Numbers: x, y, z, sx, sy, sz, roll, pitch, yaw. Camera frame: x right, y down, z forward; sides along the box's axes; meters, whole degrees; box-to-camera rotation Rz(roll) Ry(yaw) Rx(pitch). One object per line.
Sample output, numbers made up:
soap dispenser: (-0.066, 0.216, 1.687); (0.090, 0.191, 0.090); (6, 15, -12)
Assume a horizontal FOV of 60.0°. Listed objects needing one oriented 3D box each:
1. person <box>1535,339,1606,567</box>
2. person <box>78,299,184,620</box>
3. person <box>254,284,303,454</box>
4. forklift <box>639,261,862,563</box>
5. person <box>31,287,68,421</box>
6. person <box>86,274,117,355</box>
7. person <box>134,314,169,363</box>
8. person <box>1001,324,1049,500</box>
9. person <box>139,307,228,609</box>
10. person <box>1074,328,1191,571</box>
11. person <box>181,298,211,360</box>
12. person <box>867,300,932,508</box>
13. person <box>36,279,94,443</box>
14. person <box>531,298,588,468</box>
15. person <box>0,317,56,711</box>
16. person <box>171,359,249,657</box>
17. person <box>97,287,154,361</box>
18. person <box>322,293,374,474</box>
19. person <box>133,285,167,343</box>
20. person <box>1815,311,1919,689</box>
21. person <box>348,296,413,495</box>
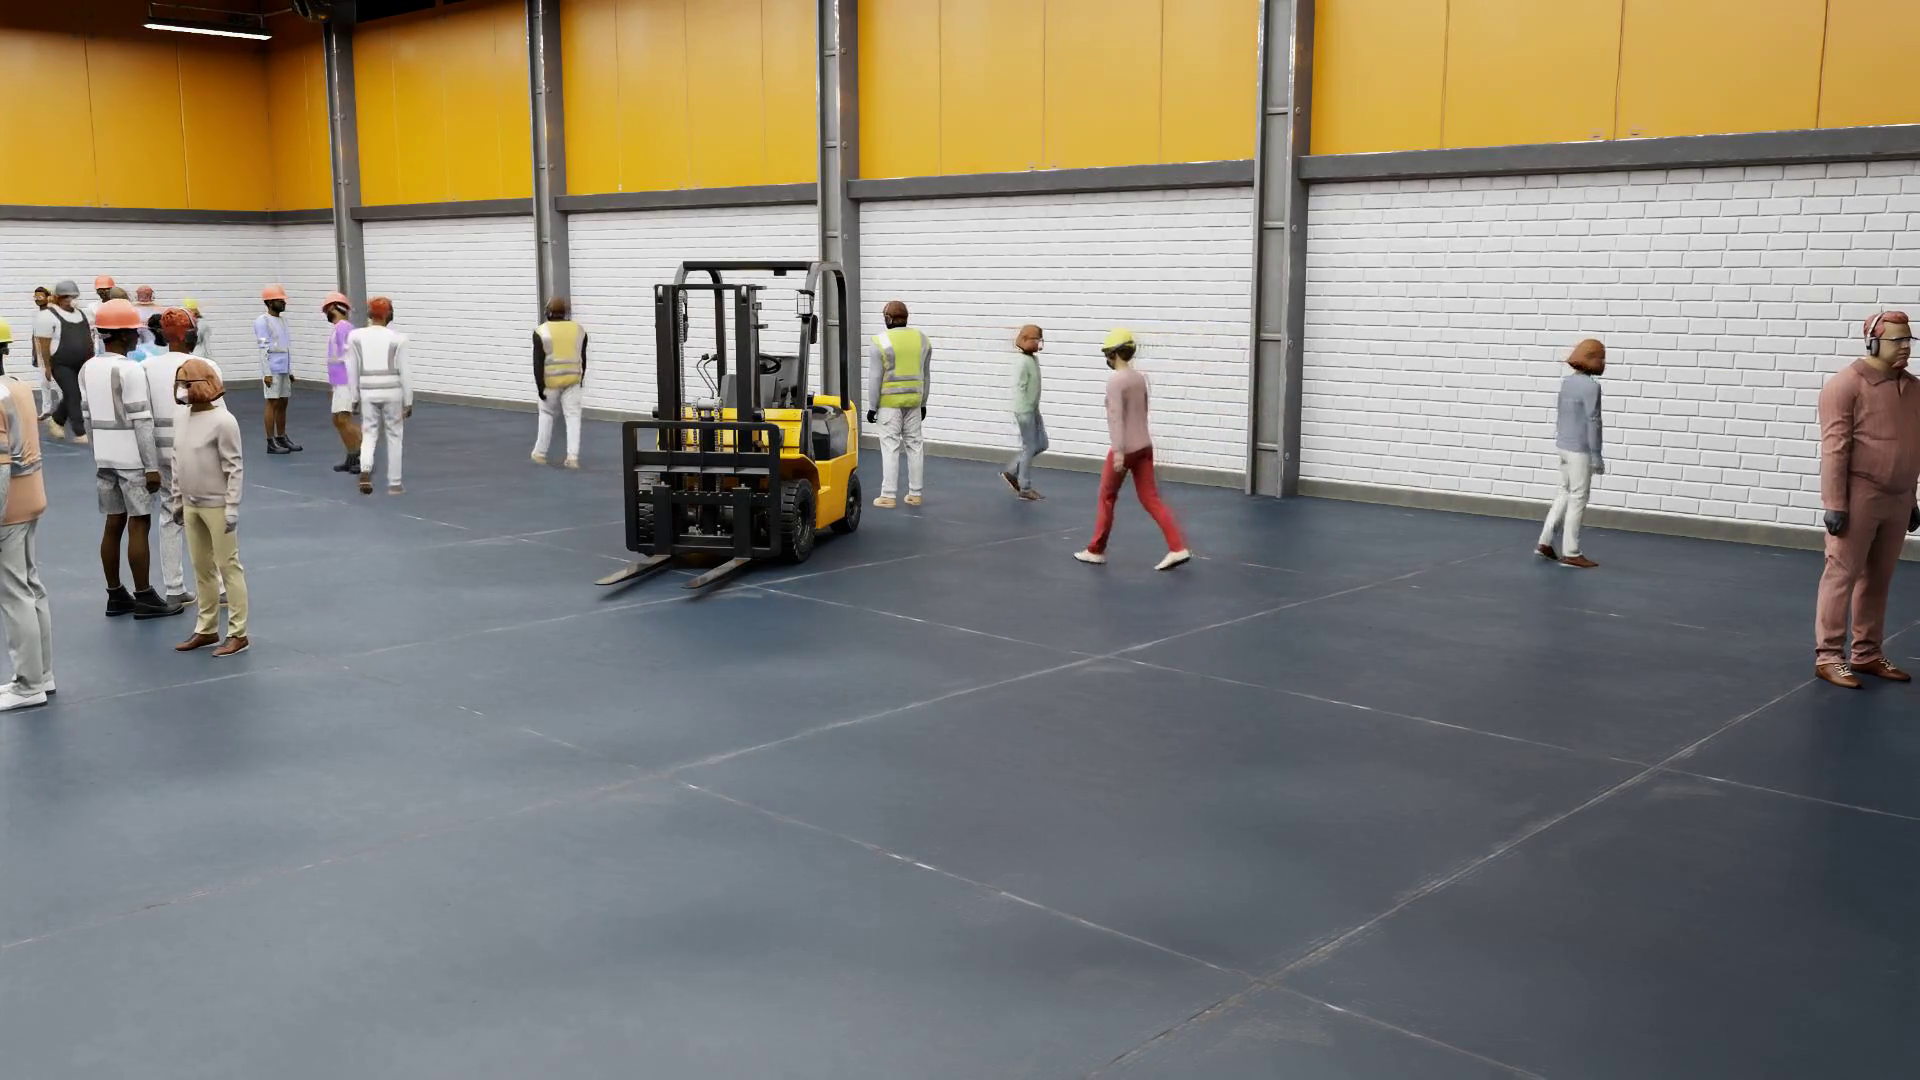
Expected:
person: (4.390, -0.617, 11.876); (0.388, 1.626, 0.552); (-1, 9, -4)
person: (-5.052, -0.484, 10.095); (0.543, 1.939, 0.359); (5, 10, 27)
person: (-7.845, -1.961, 19.140); (0.352, 1.942, 0.546); (1, 9, 7)
forklift: (-1.552, -1.040, 12.721); (1.214, 2.155, 2.313); (2, 9, 11)
person: (-12.726, -2.586, 23.179); (0.521, 1.876, 0.325); (2, 9, 12)
person: (-11.603, -2.597, 22.728); (0.615, 2.041, 0.392); (-1, 9, -8)
person: (-7.820, -1.393, 16.480); (0.630, 1.677, 0.538); (6, 11, 31)
person: (0.620, -1.170, 15.274); (0.397, 1.617, 0.518); (3, 10, 18)
person: (-4.796, -0.494, 10.329); (0.586, 1.879, 0.341); (1, 9, 7)
person: (1.227, -0.639, 11.755); (0.887, 1.705, 0.573); (8, 12, 40)
person: (-10.863, -2.578, 23.644); (0.760, 1.719, 0.489); (8, 12, 41)
person: (-0.558, -1.206, 14.822); (0.622, 1.843, 0.429); (-6, 11, -32)
person: (-10.979, -2.215, 20.392); (0.922, 2.000, 0.689); (3, 10, 20)
person: (-4.342, -1.692, 17.915); (0.632, 1.811, 0.805); (-6, 11, -32)
person: (-4.623, -0.141, 8.023); (0.366, 1.926, 0.594); (-3, 10, -16)
person: (-4.139, -0.177, 9.138); (0.497, 1.634, 0.279); (5, 11, 28)
person: (-10.339, -2.186, 20.647); (0.651, 1.897, 0.517); (-4, 10, -22)
person: (-6.392, -1.630, 17.345); (0.380, 1.863, 0.717); (-4, 10, -25)
person: (-10.834, -2.449, 22.240); (0.651, 1.907, 0.409); (-5, 11, -28)
person: (4.664, -0.205, 8.480); (0.642, 1.908, 0.407); (-4, 10, -24)
person: (-5.366, -1.319, 15.406); (0.598, 1.873, 0.645); (0, 9, -3)
